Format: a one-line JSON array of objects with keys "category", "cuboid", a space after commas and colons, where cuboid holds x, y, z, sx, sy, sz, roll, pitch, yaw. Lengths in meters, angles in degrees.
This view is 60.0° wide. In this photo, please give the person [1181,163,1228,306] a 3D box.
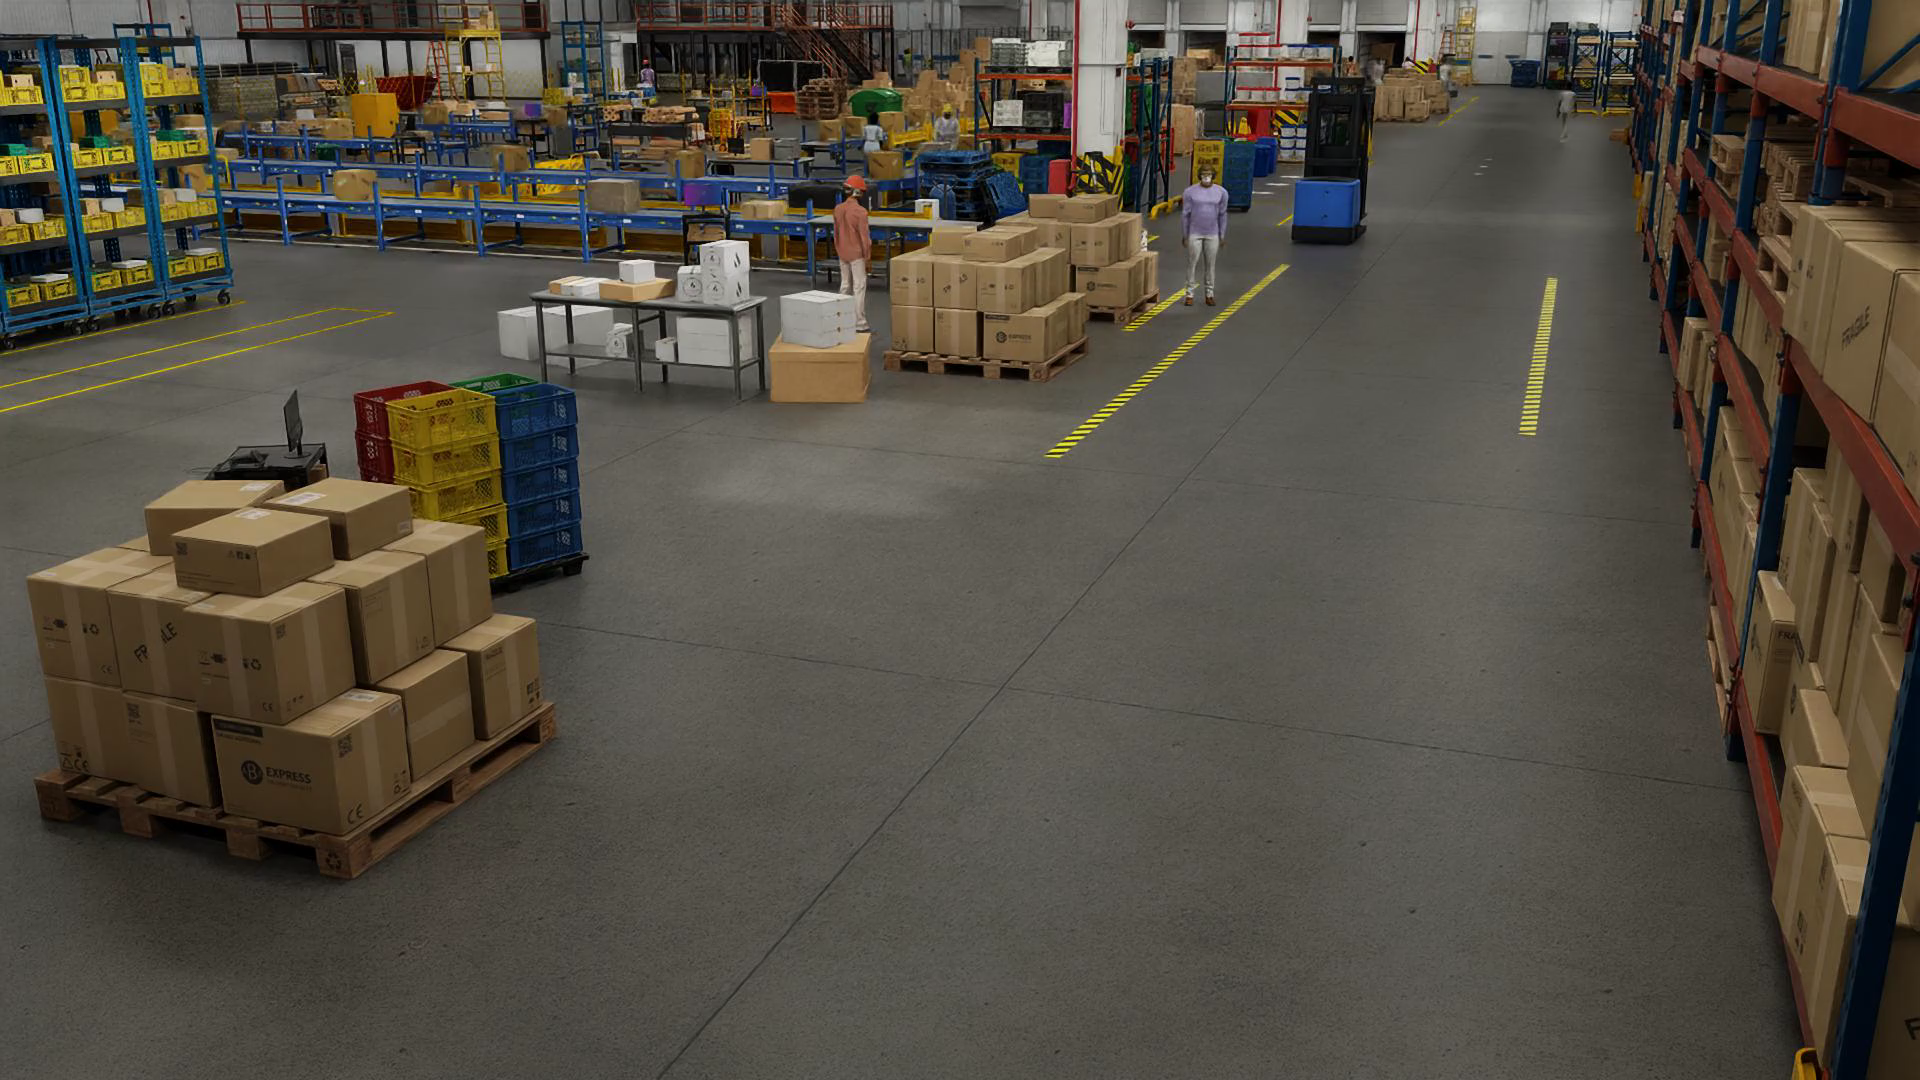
[{"category": "person", "cuboid": [3.345, -4.185, 22.833, 0.630, 1.940, 0.372, 0, 18, 1]}]

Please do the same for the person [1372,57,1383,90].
[{"category": "person", "cuboid": [18.896, -20.902, 75.398, 0.630, 1.922, 0.598, -13, 22, -36]}]

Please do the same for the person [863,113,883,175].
[{"category": "person", "cuboid": [-2.010, -9.006, 38.408, 0.547, 1.679, 0.412, 5, 18, 17]}]

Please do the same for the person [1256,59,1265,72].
[{"category": "person", "cuboid": [14.702, -22.857, 81.881, 0.506, 1.703, 0.787, -9, 20, -26]}]

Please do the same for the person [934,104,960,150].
[{"category": "person", "cuboid": [-0.317, -9.546, 39.944, 0.581, 1.779, 0.952, 6, 19, 19]}]

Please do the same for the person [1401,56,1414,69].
[{"category": "person", "cuboid": [21.362, -22.192, 79.599, 0.629, 1.832, 0.430, -5, 18, -16]}]

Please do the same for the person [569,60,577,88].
[{"category": "person", "cuboid": [-16.784, -19.974, 72.576, 0.776, 1.852, 0.595, 10, 20, 29]}]

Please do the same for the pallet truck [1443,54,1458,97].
[{"category": "pallet truck", "cuboid": [22.765, -21.886, 78.355, 0.823, 1.965, 1.885, -4, 18, -14]}]

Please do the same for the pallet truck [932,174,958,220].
[{"category": "pallet truck", "cuboid": [-0.507, -5.292, 27.348, 0.653, 1.274, 1.630, 6, 19, 19]}]

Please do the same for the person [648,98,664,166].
[{"category": "person", "cuboid": [-7.909, -10.653, 43.475, 0.503, 1.750, 0.542, -17, 24, -42]}]

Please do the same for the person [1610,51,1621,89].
[{"category": "person", "cuboid": [33.524, -24.014, 85.141, 0.552, 1.935, 0.367, 3, 18, 9]}]

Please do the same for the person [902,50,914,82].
[{"category": "person", "cuboid": [-3.022, -27.037, 94.878, 0.653, 1.791, 0.918, -4, 18, -14]}]

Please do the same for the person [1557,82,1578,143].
[{"category": "person", "cuboid": [18.777, -13.203, 51.364, 0.493, 1.812, 1.002, 16, 24, 41]}]

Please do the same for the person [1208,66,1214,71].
[{"category": "person", "cuboid": [9.932, -17.999, 66.453, 0.993, 1.820, 0.497, -4, 18, -12]}]

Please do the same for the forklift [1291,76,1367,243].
[{"category": "forklift", "cuboid": [6.598, -6.755, 29.381, 1.129, 2.768, 1.873, 6, 19, 19]}]

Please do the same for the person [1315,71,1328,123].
[{"category": "person", "cuboid": [12.113, -14.766, 55.914, 0.683, 2.000, 0.813, -13, 22, -36]}]

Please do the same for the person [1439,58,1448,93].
[{"category": "person", "cuboid": [21.341, -20.446, 73.982, 0.922, 1.901, 0.635, -3, 18, -11]}]

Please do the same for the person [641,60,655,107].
[{"category": "person", "cuboid": [-12.578, -18.269, 66.933, 0.609, 2.034, 0.397, -15, 23, -39]}]

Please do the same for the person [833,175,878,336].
[{"category": "person", "cuboid": [-1.307, -3.522, 20.675, 0.393, 1.985, 0.611, -17, 24, -42]}]

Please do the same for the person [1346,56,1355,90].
[{"category": "person", "cuboid": [20.035, -23.979, 85.417, 0.535, 1.700, 0.318, -14, 23, -38]}]
